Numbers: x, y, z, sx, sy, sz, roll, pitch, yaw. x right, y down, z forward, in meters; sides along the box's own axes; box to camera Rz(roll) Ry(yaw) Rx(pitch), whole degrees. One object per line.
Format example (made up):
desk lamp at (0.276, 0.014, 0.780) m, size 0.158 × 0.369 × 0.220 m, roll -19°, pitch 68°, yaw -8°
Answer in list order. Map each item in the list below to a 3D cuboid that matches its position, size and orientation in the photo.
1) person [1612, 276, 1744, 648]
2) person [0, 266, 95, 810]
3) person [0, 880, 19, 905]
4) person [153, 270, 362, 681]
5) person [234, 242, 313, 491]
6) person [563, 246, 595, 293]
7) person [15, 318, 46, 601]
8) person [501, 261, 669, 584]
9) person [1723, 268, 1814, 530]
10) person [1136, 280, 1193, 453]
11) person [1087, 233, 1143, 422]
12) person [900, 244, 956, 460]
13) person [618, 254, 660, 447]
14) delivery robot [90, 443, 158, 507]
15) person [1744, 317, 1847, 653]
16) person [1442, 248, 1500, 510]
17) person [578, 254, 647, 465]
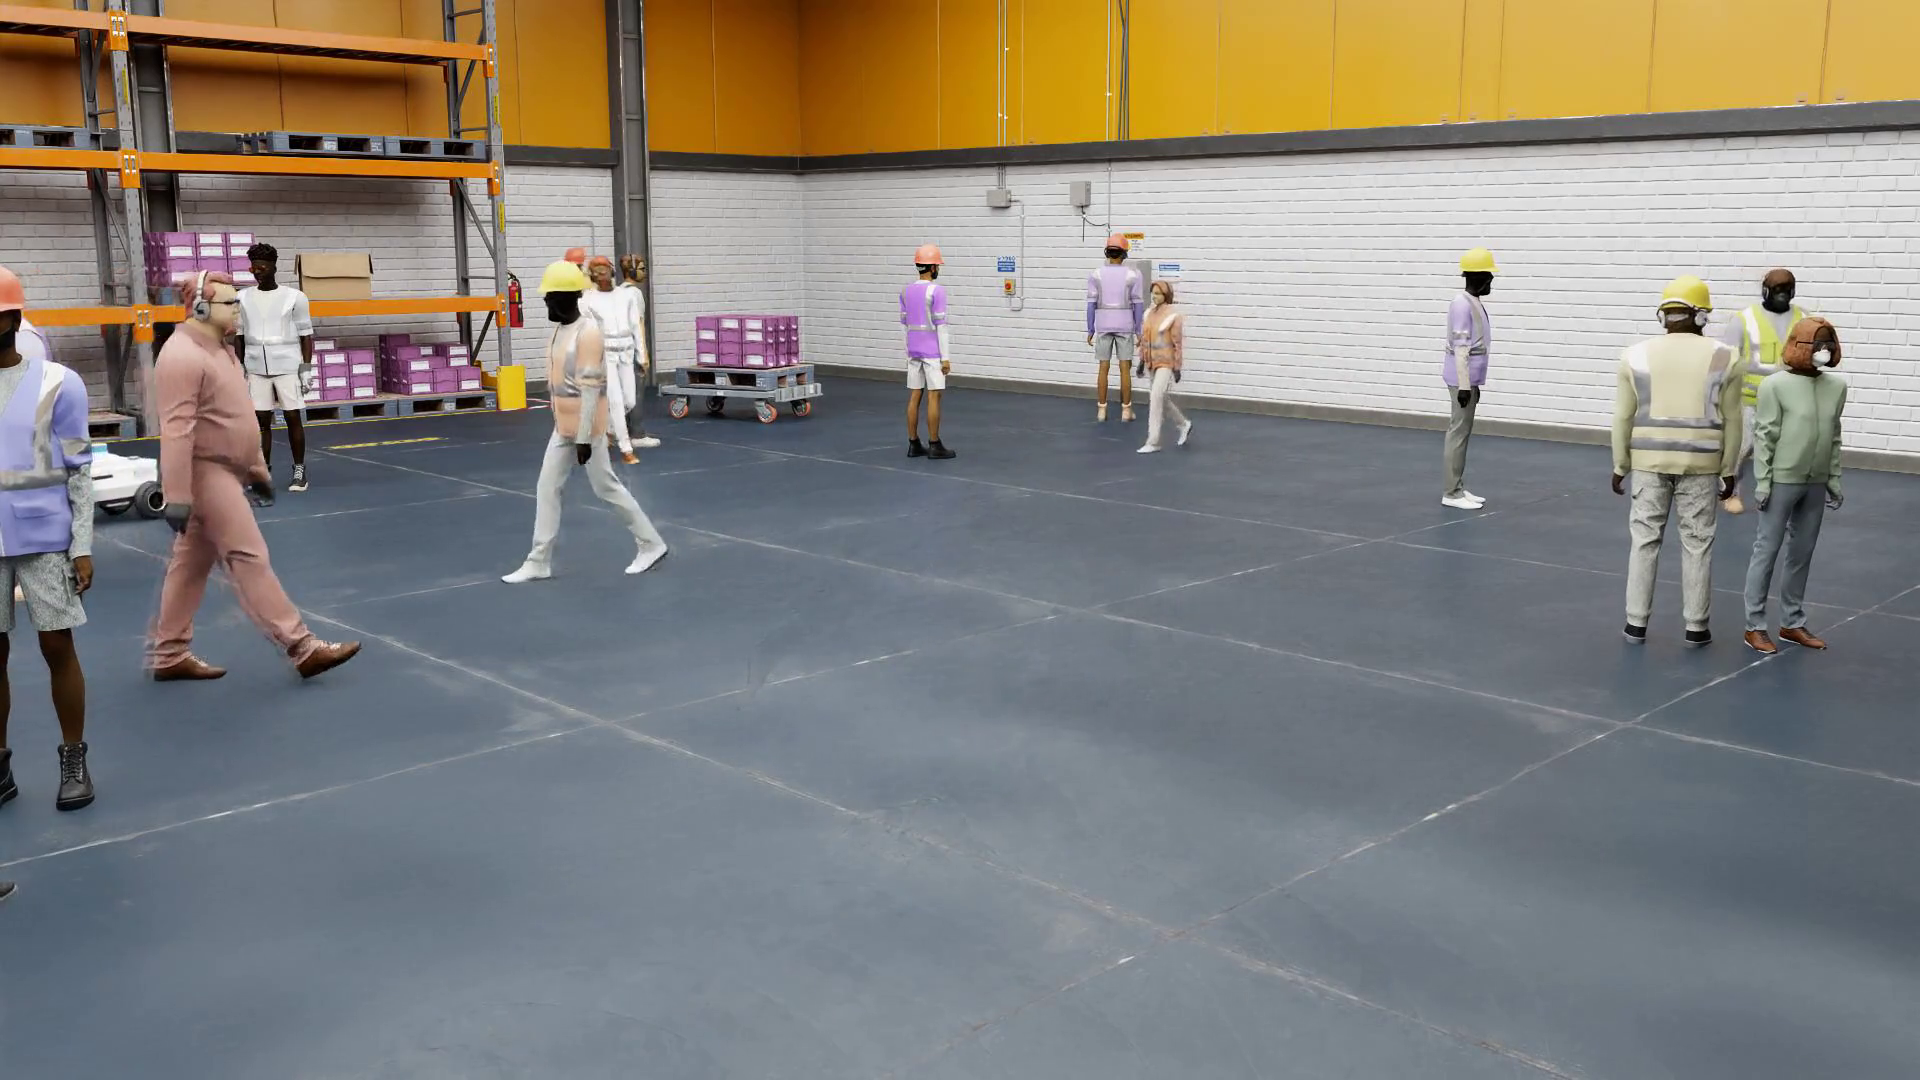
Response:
person at (3.522, -0.378, 8.194) m, size 0.587 × 1.825 × 0.404 m, roll 5°, pitch 11°, yaw 25°
person at (-3.312, 0.002, 5.812) m, size 0.543 × 1.938 × 0.356 m, roll -3°, pitch 11°, yaw -16°
person at (-3.142, 0.297, 4.608) m, size 0.607 × 1.797 × 0.814 m, roll 8°, pitch 13°, yaw 37°
person at (-3.243, -0.270, 7.495) m, size 0.965 × 1.856 × 0.678 m, roll -2°, pitch 11°, yaw -11°
person at (-5.430, -1.357, 13.146) m, size 0.613 × 1.963 × 0.361 m, roll -1°, pitch 10°, yaw -3°
person at (-4.441, -2.520, 19.684) m, size 0.582 × 1.890 × 0.560 m, roll -8°, pitch 13°, yaw -39°
person at (-5.363, -0.580, 9.252) m, size 0.622 × 1.844 × 0.429 m, roll 4°, pitch 11°, yaw 22°
person at (-2.196, -0.695, 9.785) m, size 0.979 × 1.885 × 0.605 m, roll -7°, pitch 13°, yaw -35°
person at (5.687, -1.021, 11.775) m, size 0.637 × 1.806 × 0.928 m, roll 1°, pitch 10°, yaw 6°
person at (1.943, -1.638, 15.628) m, size 0.728 × 1.615 × 0.510 m, roll -6°, pitch 12°, yaw -32°
person at (1.689, -2.305, 18.110) m, size 0.614 × 2.041 × 0.393 m, roll 2°, pitch 11°, yaw 12°
person at (-0.291, -1.699, 15.090) m, size 0.542 × 1.938 × 0.358 m, roll 9°, pitch 14°, yaw 41°
person at (-3.132, -1.815, 15.974) m, size 0.333 × 1.844 × 0.514 m, roll -7°, pitch 13°, yaw -34°
delivery robot at (-6.051, -0.437, 11.727) m, size 0.477 × 0.478 × 0.707 m, roll 5°, pitch 12°, yaw 27°
person at (4.081, -0.266, 8.107) m, size 0.497 × 1.633 × 0.285 m, roll -3°, pitch 11°, yaw -16°
person at (3.794, -1.202, 12.406) m, size 0.367 × 1.928 × 0.584 m, roll 4°, pitch 11°, yaw 22°
person at (-3.141, -1.615, 14.873) m, size 0.615 × 1.857 × 0.775 m, roll -8°, pitch 13°, yaw -38°
